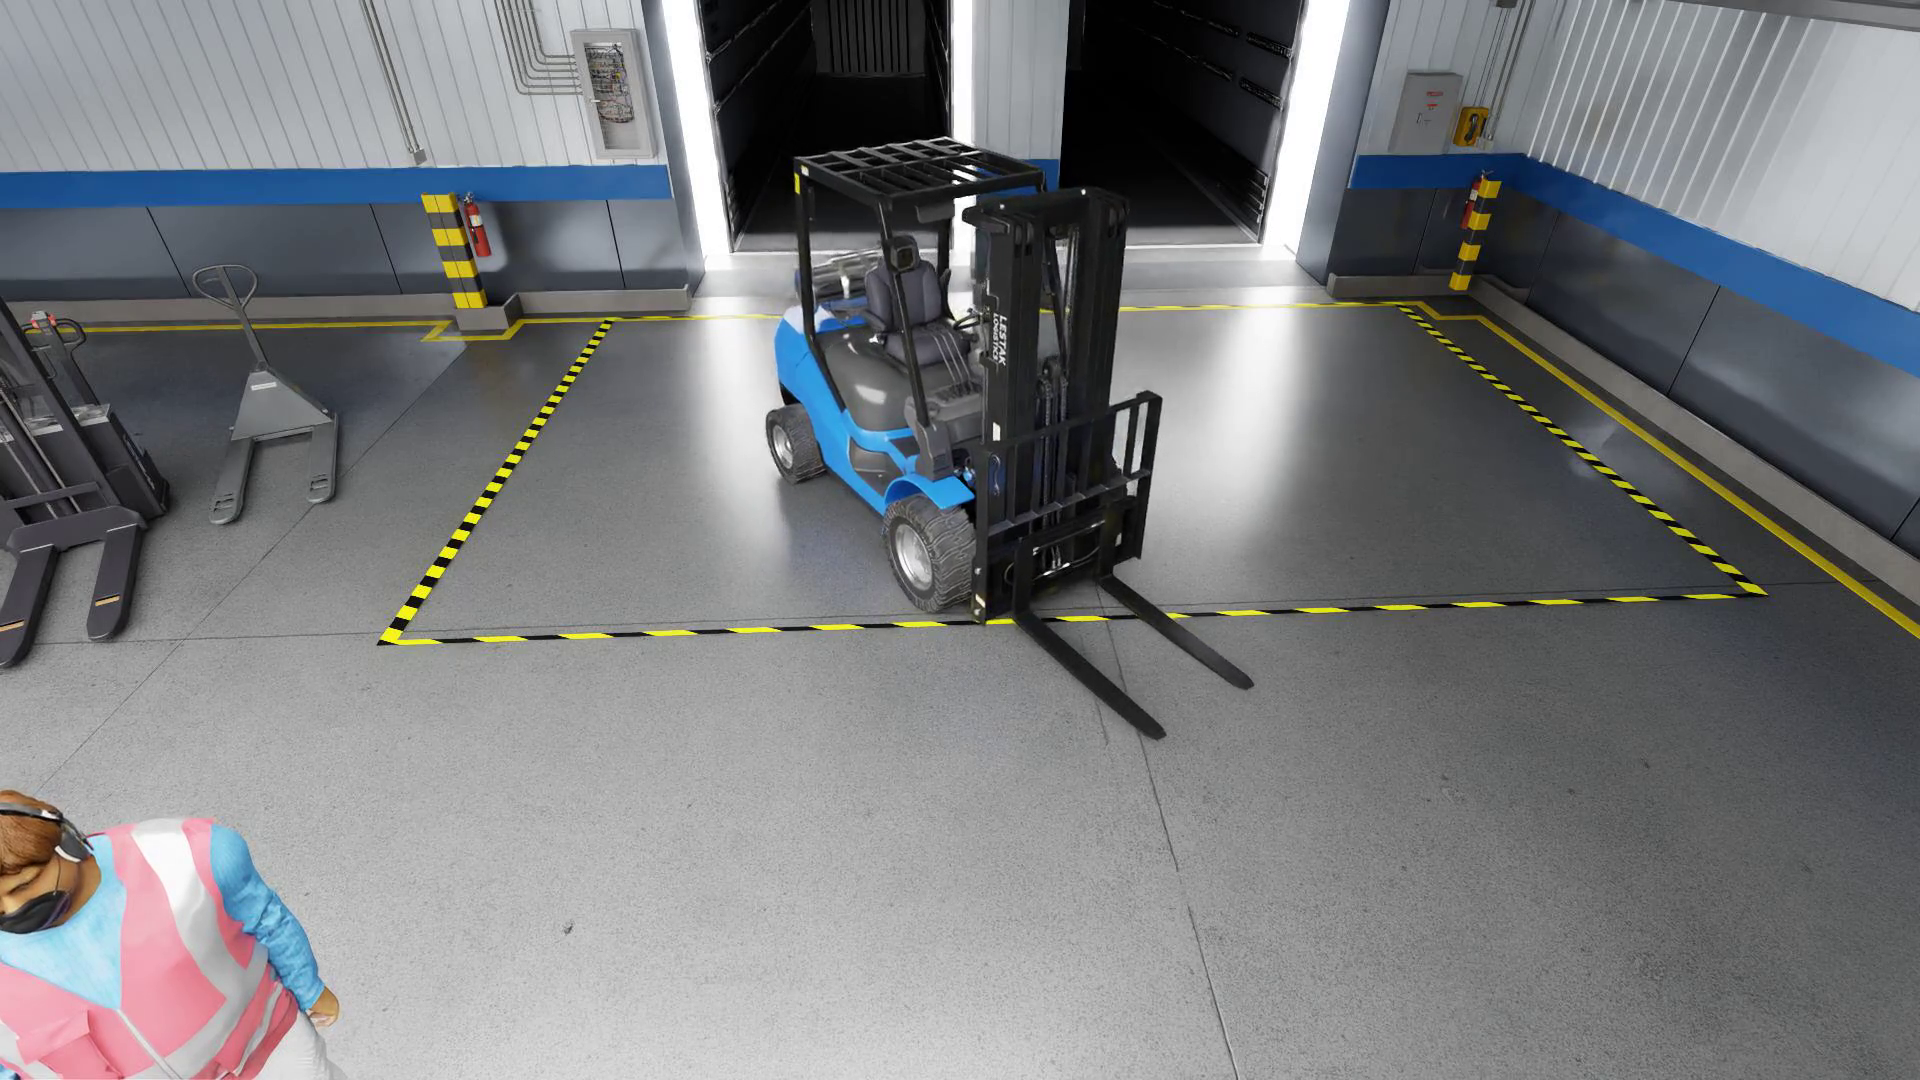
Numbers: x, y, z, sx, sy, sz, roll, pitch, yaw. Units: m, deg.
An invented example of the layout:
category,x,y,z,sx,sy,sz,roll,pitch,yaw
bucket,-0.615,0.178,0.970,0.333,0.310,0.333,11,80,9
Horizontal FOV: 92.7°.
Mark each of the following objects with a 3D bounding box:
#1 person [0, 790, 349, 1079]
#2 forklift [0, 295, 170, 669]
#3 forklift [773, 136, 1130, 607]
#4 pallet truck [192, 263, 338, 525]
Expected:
category,x,y,z,sx,sy,sz,roll,pitch,yaw
person,-1.906,1.284,2.281,0.429,1.844,0.624,28,44,34
forklift,-5.212,-0.618,4.878,0.823,1.965,1.885,-20,39,-26
forklift,-0.164,-1.166,5.354,1.157,2.036,2.680,-21,40,-27
pallet truck,-4.778,-1.027,6.128,0.680,1.201,1.601,-17,38,-23
